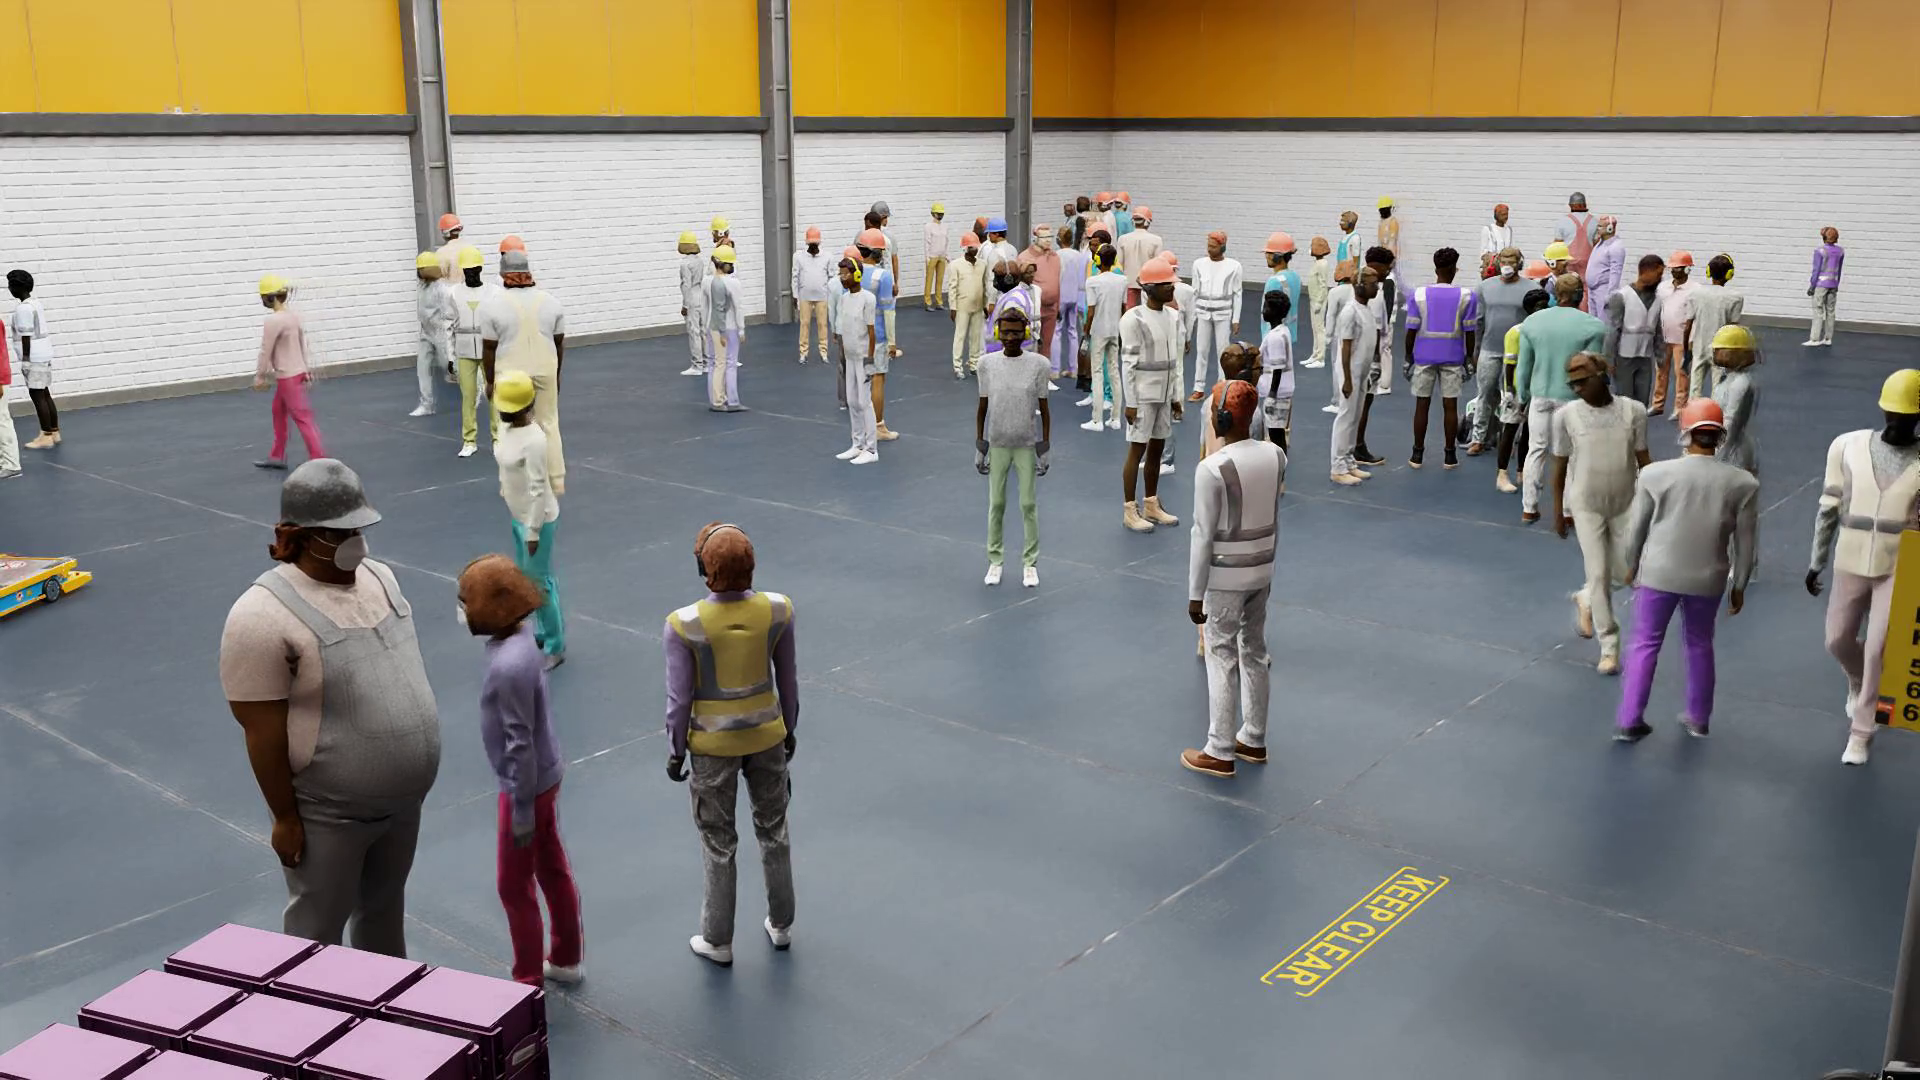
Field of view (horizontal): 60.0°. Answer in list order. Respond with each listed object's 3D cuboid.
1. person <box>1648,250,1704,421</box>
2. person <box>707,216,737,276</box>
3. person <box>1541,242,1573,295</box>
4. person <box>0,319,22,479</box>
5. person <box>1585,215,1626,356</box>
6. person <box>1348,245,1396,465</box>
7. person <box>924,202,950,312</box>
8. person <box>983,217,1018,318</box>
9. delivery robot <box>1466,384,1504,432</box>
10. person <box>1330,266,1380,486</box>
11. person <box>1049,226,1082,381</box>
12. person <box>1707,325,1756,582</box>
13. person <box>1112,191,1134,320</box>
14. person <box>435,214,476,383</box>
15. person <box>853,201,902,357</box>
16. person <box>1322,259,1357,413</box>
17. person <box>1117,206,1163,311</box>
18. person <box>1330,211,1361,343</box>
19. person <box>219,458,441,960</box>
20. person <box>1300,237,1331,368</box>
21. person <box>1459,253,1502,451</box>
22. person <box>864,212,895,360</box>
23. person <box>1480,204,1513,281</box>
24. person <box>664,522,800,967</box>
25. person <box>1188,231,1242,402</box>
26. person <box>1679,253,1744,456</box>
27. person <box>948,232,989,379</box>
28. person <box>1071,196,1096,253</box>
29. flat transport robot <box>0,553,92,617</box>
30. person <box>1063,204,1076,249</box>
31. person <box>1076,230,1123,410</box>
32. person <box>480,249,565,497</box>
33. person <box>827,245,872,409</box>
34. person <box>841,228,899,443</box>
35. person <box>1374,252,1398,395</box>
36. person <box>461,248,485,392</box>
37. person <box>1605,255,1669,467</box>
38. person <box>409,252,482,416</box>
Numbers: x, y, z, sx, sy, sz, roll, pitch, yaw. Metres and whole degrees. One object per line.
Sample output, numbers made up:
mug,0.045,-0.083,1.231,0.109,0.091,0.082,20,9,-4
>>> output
person,7.379,-2.112,17.193,0.330,1.751,0.565,-9,17,-31
person,-3.130,-3.347,21.970,0.403,1.834,0.586,0,14,-2
person,6.098,-2.161,17.228,0.404,1.834,0.591,6,15,24
person,-8.419,-1.399,14.378,0.577,1.737,0.354,12,19,40
person,8.019,-3.095,20.816,0.408,1.908,0.643,-1,14,-2
person,3.673,-1.662,14.983,0.388,1.956,0.610,-1,14,-5
person,-0.370,-4.630,27.232,0.524,1.769,0.325,-12,18,-40
person,0.479,-2.890,19.934,0.416,1.939,0.606,7,16,26
delivery robot,5.157,-1.278,16.103,0.477,0.478,0.707,9,16,31
person,3.369,-1.395,14.142,0.339,1.845,0.507,9,17,32
person,1.254,-2.825,19.885,0.518,1.836,0.346,-7,16,-27
person,5.080,-0.564,11.074,0.579,1.723,0.498,3,14,11
person,2.513,-4.455,26.066,0.608,1.996,0.381,14,19,43
person,-5.940,-2.848,19.675,0.400,1.990,0.619,9,17,33
person,-1.039,-3.438,21.911,0.688,2.000,0.536,11,18,37
person,4.082,-2.159,17.650,0.492,1.625,0.279,-7,16,-25
person,2.319,-3.293,21.446,0.622,1.981,0.403,4,15,15
person,5.369,-3.629,23.072,0.344,1.847,0.507,-1,14,-5
person,-1.882,0.741,5.213,0.538,2.000,0.681,5,15,19
person,4.491,-2.990,20.946,0.279,1.634,0.498,0,14,2
person,4.967,-1.755,15.582,0.389,1.847,0.567,9,16,31
person,-1.061,-3.288,21.572,0.375,1.911,0.597,-7,16,-27
person,7.799,-3.932,24.208,0.572,1.883,0.358,-7,16,-26
person,-0.816,0.741,6.023,0.514,1.642,0.311,-8,16,-28
person,2.786,-2.435,18.220,0.573,1.885,0.359,7,15,25
person,6.853,-1.670,15.192,0.521,1.873,0.336,12,18,40
person,0.120,-2.817,20.015,0.572,1.749,0.334,-9,17,-33
person,2.082,-4.905,28.208,0.448,1.826,0.628,5,15,19
flat transport robot,-6.170,0.344,10.387,0.652,0.197,1.431,2,14,6
person,1.984,-5.184,29.724,0.317,1.632,0.529,-2,14,-6
person,1.527,-2.349,17.857,0.385,1.894,0.596,-8,16,-28
person,-3.587,-1.370,13.647,0.689,2.000,0.536,-9,16,-31
person,-1.129,-2.268,17.818,0.563,1.752,0.325,4,15,14
person,-0.850,-1.966,16.025,0.615,2.040,0.391,10,17,35
person,4.785,-2.463,18.830,0.307,1.639,0.525,1,14,5
person,-5.558,-2.522,19.059,0.309,1.645,0.515,-6,15,-23
person,6.019,-1.585,14.865,0.684,1.874,0.527,-6,15,-22
person,-5.491,-2.188,17.582,0.492,1.719,0.774,11,18,36
